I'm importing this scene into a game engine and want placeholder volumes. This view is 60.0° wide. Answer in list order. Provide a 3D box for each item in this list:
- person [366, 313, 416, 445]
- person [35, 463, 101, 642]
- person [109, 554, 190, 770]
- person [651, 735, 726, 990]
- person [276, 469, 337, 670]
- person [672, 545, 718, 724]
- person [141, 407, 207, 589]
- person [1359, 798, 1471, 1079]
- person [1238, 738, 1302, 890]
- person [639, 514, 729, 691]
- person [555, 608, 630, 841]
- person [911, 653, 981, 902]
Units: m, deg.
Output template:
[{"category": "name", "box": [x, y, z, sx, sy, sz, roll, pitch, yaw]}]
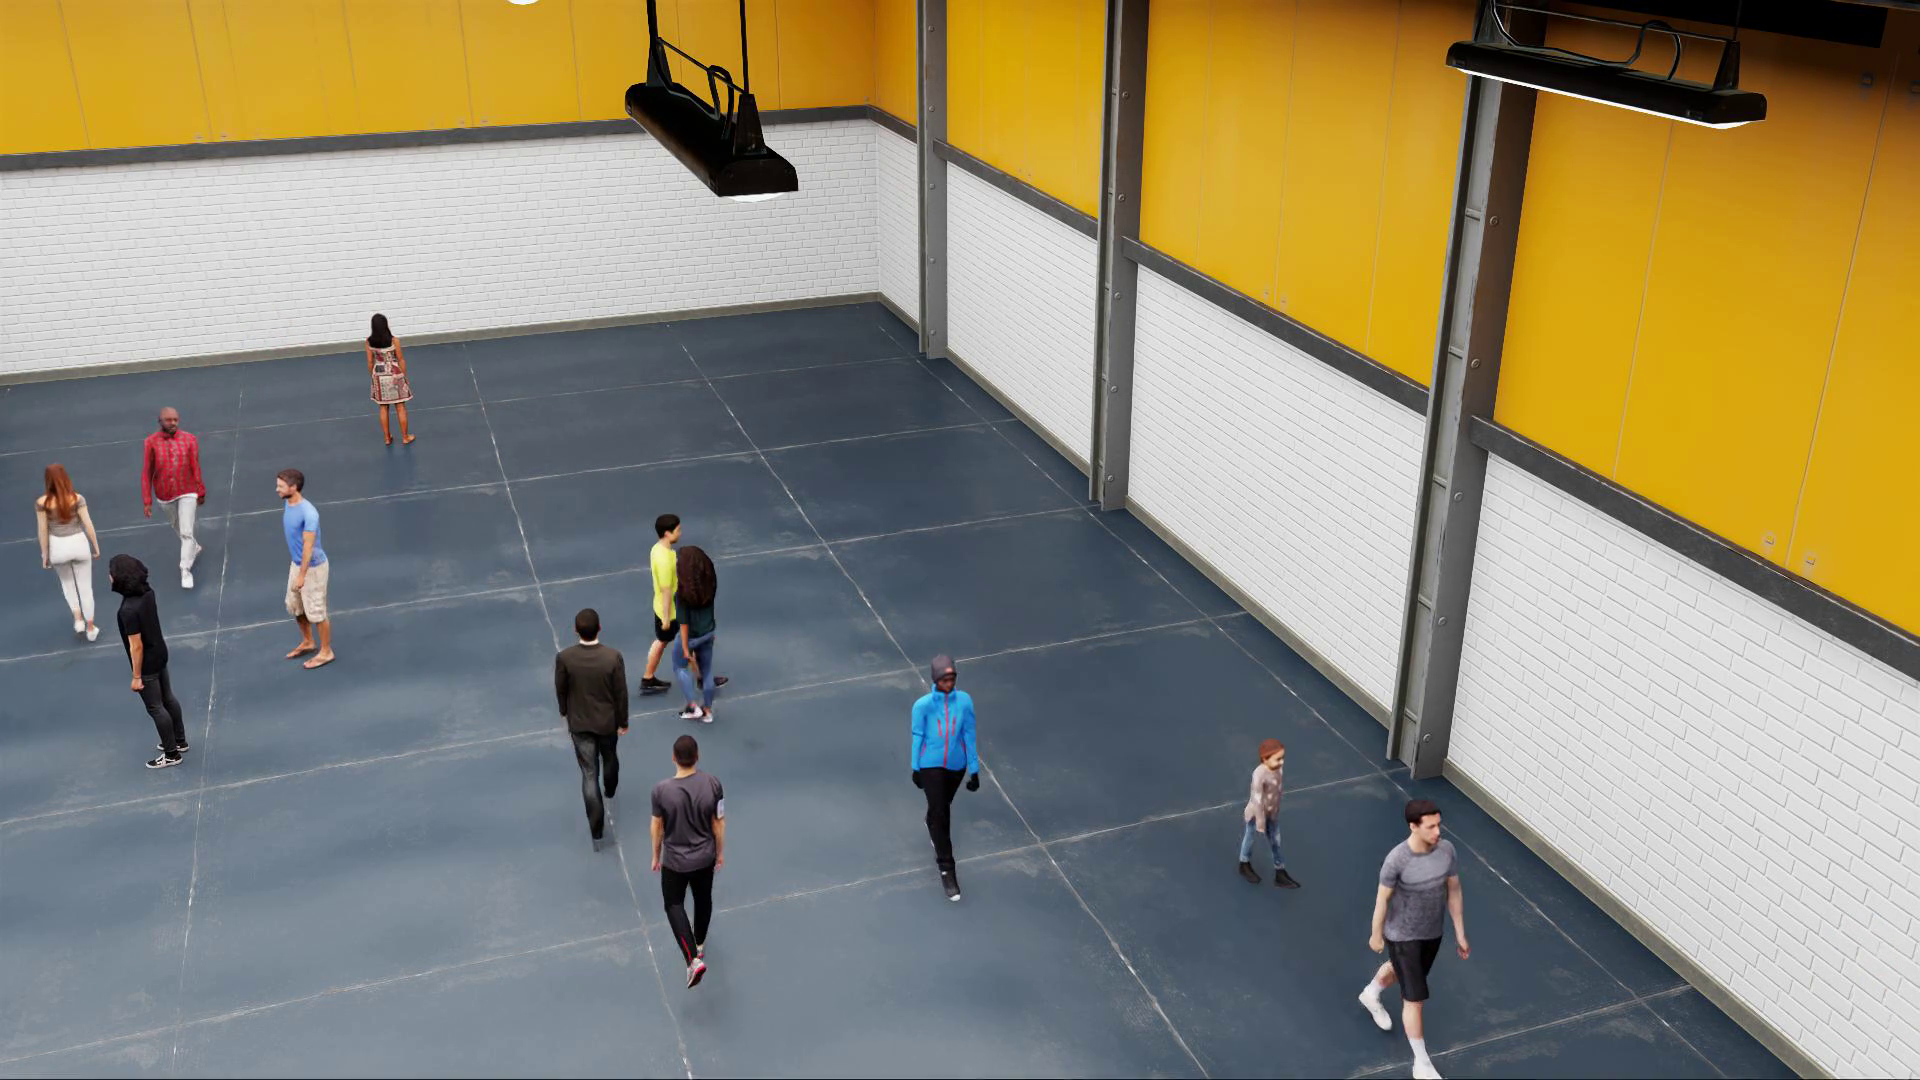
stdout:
[{"category": "person", "box": [-6.967, -1.971, 20.253, 0.705, 1.645, 0.632, -1, 24, -3]}, {"category": "person", "box": [-8.201, 0.151, 15.320, 0.651, 1.707, 0.648, -11, 26, -23]}, {"category": "person", "box": [-6.506, 0.951, 13.332, 0.746, 1.835, 0.571, -1, 24, -2]}, {"category": "person", "box": [-1.759, 2.100, 10.810, 0.657, 1.749, 0.980, -9, 25, -20]}, {"category": "person", "box": [-5.827, 0.222, 14.970, 0.748, 1.859, 0.847, 21, 31, 39]}, {"category": "person", "box": [-2.148, 0.818, 13.922, 0.746, 1.606, 0.706, 20, 31, 38]}, {"category": "person", "box": [-7.863, -0.493, 16.708, 0.802, 1.776, 1.263, -5, 24, -11]}, {"category": "person", "box": [2.716, 2.336, 10.162, 0.710, 1.837, 1.202, -10, 25, -21]}, {"category": "person", "box": [2.129, 1.927, 11.921, 0.601, 1.177, 0.765, -16, 28, -32]}, {"category": "person", "box": [-2.575, 0.577, 14.385, 0.669, 1.676, 0.906, -8, 25, -18]}, {"category": "person", "box": [-2.747, 1.392, 12.415, 0.808, 1.760, 1.211, -4, 24, -9]}, {"category": "person", "box": [-0.147, 1.592, 11.965, 0.608, 1.755, 1.145, -8, 25, -18]}]
